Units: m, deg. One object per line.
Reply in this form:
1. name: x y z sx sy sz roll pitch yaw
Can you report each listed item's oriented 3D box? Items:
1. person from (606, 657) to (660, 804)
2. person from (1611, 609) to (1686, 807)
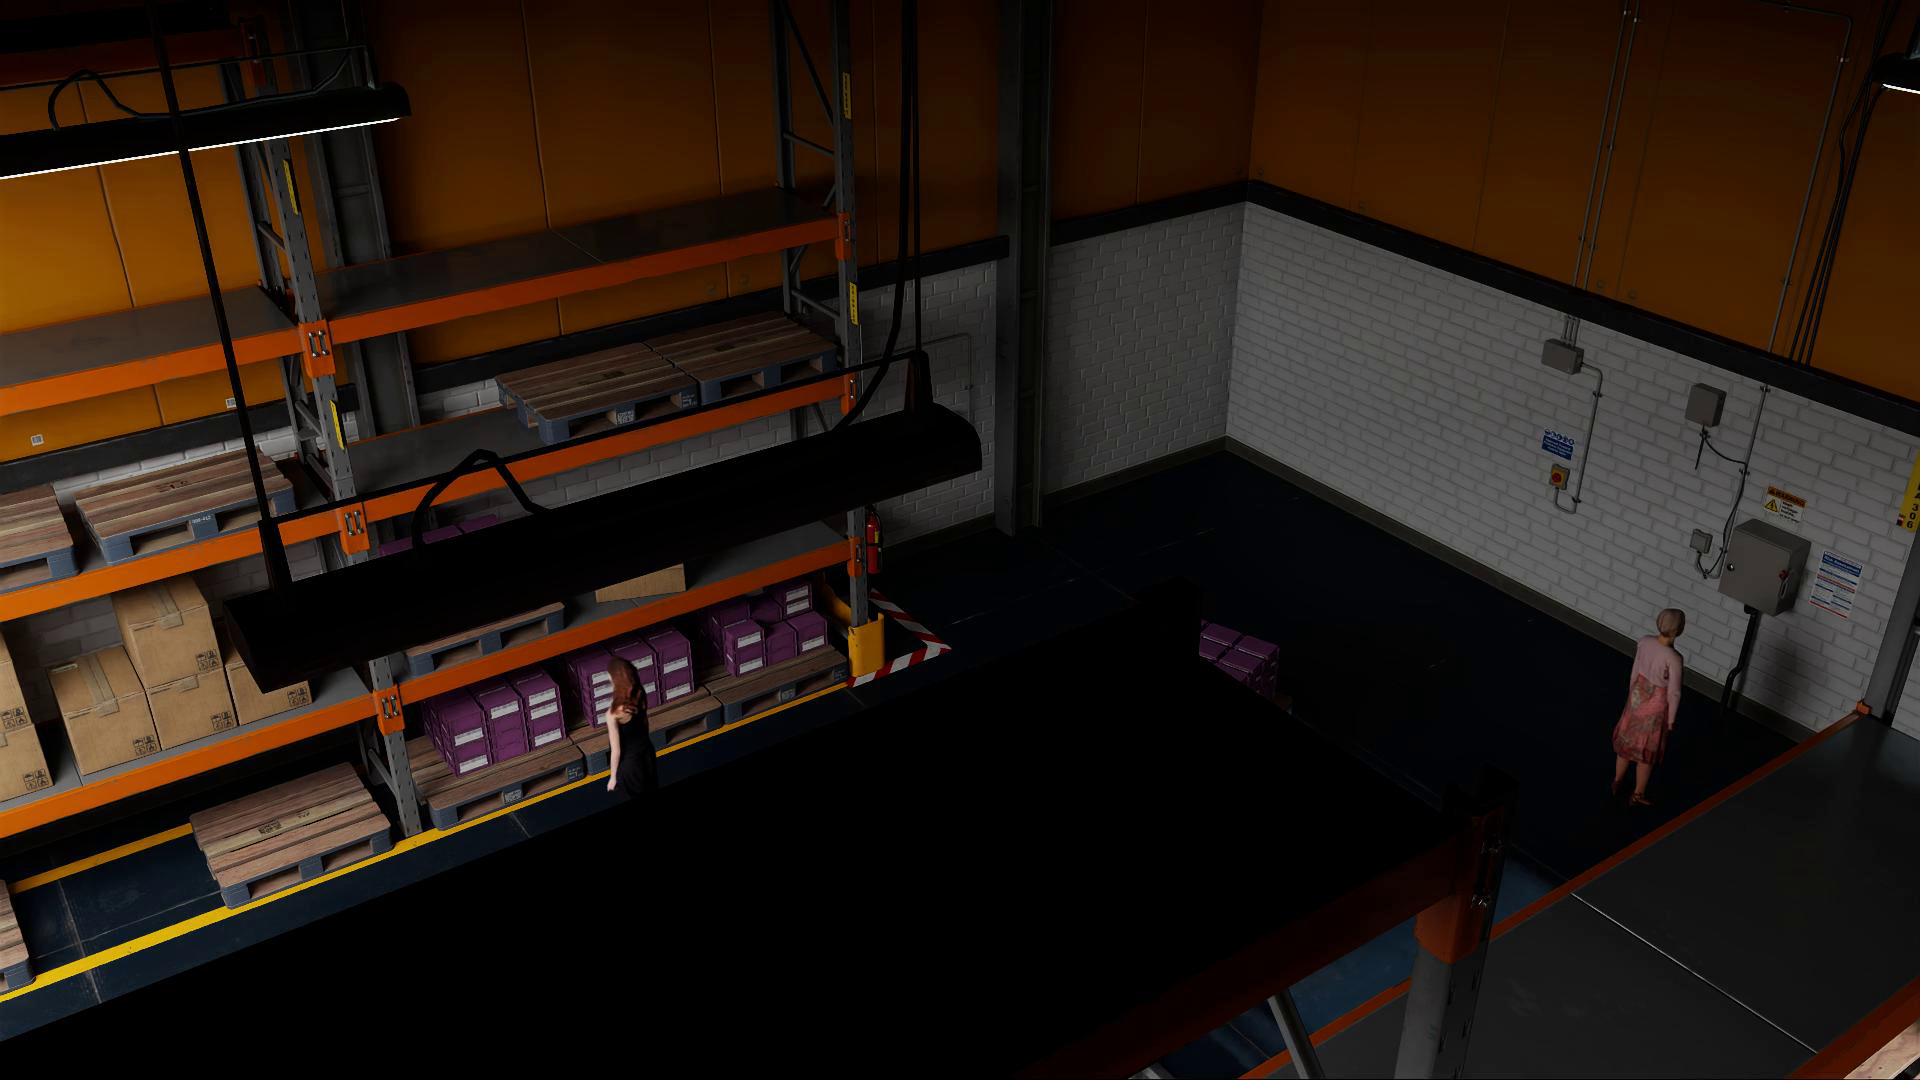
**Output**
1. person: -2.324 1.586 11.902 0.723 1.745 0.605 14 32 25
2. person: 5.213 1.258 12.560 0.592 1.692 0.608 -14 32 -24
